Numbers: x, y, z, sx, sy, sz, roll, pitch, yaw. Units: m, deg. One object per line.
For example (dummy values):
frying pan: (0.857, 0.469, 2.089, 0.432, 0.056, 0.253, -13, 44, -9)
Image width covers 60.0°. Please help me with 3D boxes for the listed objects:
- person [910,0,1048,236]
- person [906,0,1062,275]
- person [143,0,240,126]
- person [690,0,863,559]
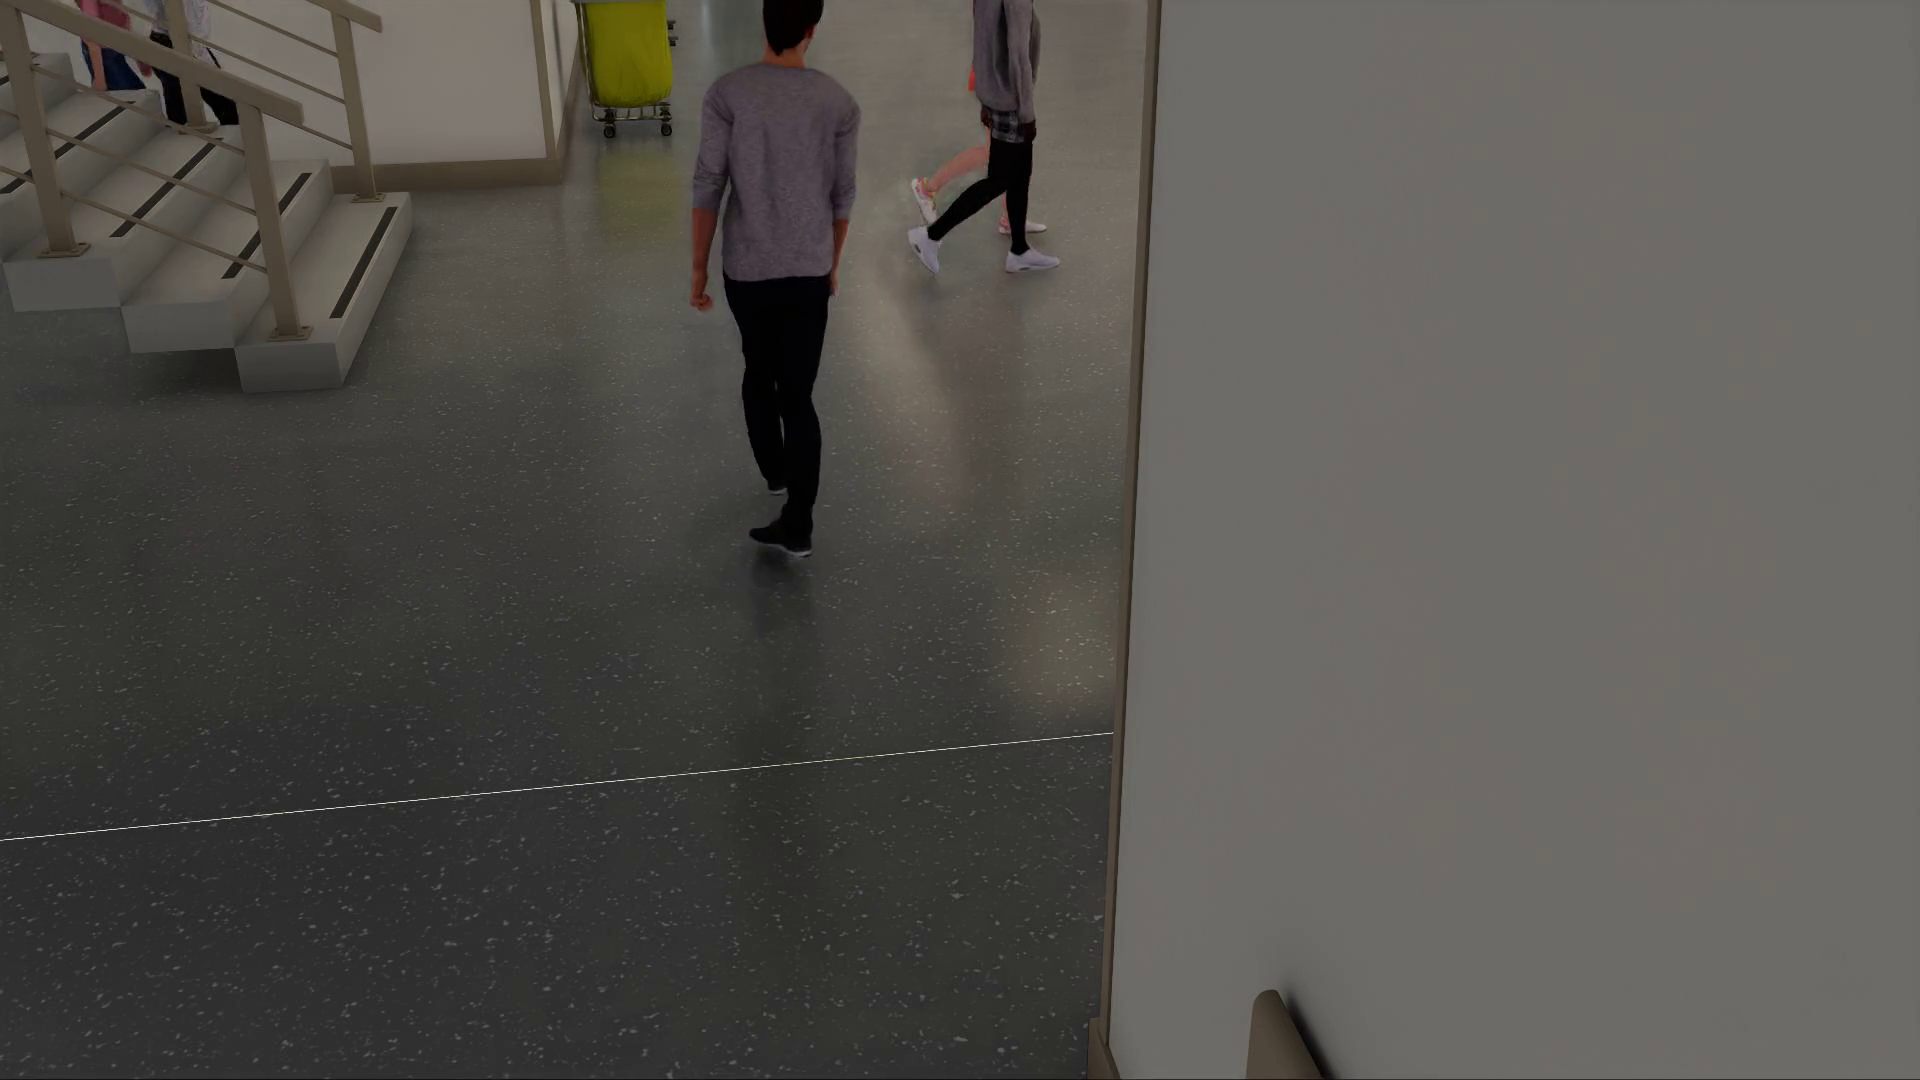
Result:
person: (0.115, -2.438, 8.747, 1.006, 1.738, 0.667, -1, 26, -2)
person: (0.130, -2.087, 8.010, 1.080, 1.745, 0.720, -8, 27, -16)
person: (-4.305, -2.605, 9.030, 0.763, 1.791, 0.644, -4, 26, -9)
person: (-0.600, -0.815, 5.328, 1.042, 1.784, 0.886, -4, 26, -8)
